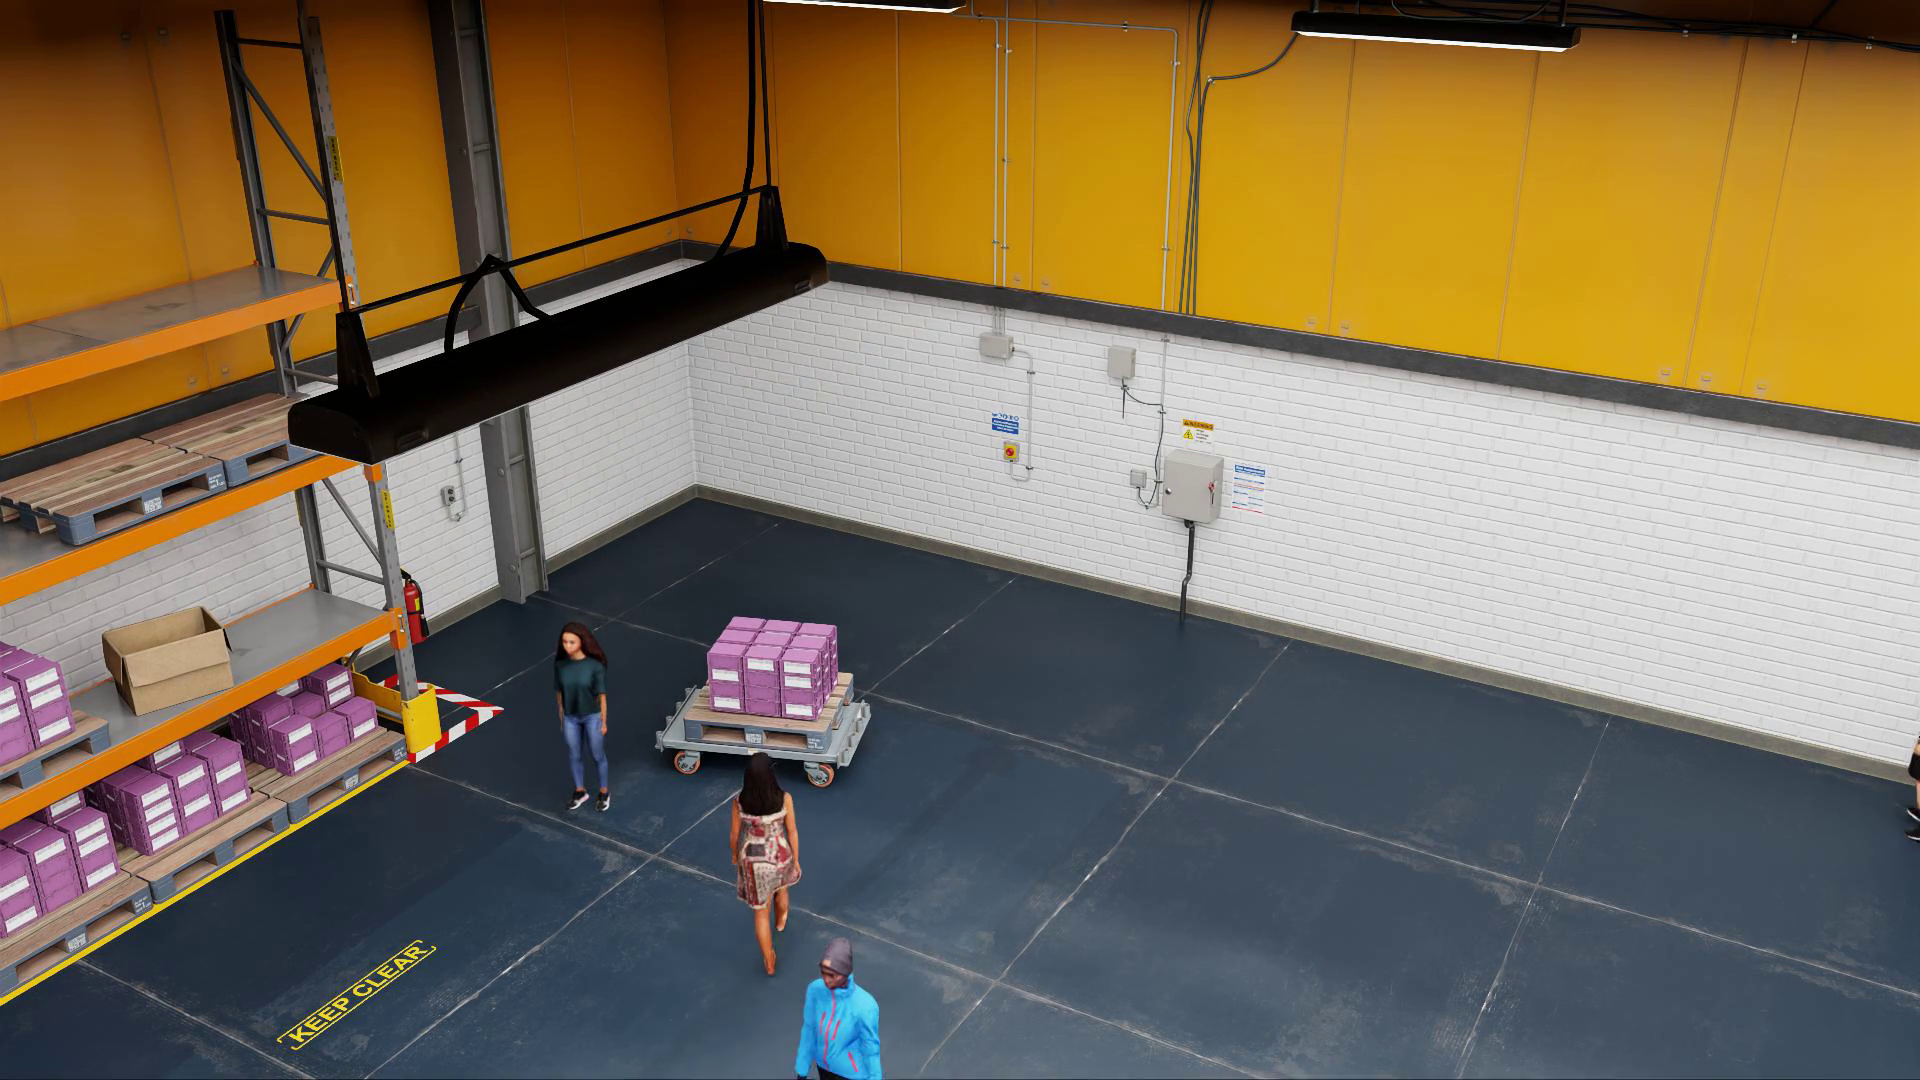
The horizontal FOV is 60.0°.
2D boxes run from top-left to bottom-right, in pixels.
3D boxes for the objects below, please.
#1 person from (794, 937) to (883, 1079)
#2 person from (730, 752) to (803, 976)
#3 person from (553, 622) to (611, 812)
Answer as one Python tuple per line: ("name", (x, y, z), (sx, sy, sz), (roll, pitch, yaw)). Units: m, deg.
("person", (-0.595, 2.937, 9.377), (0.651, 1.779, 0.777), (17, 29, 34))
("person", (-1.311, 2.214, 11.223), (0.946, 1.624, 1.042), (-3, 24, -8))
("person", (-2.972, 1.382, 13.136), (0.689, 1.617, 0.711), (3, 24, 7))
